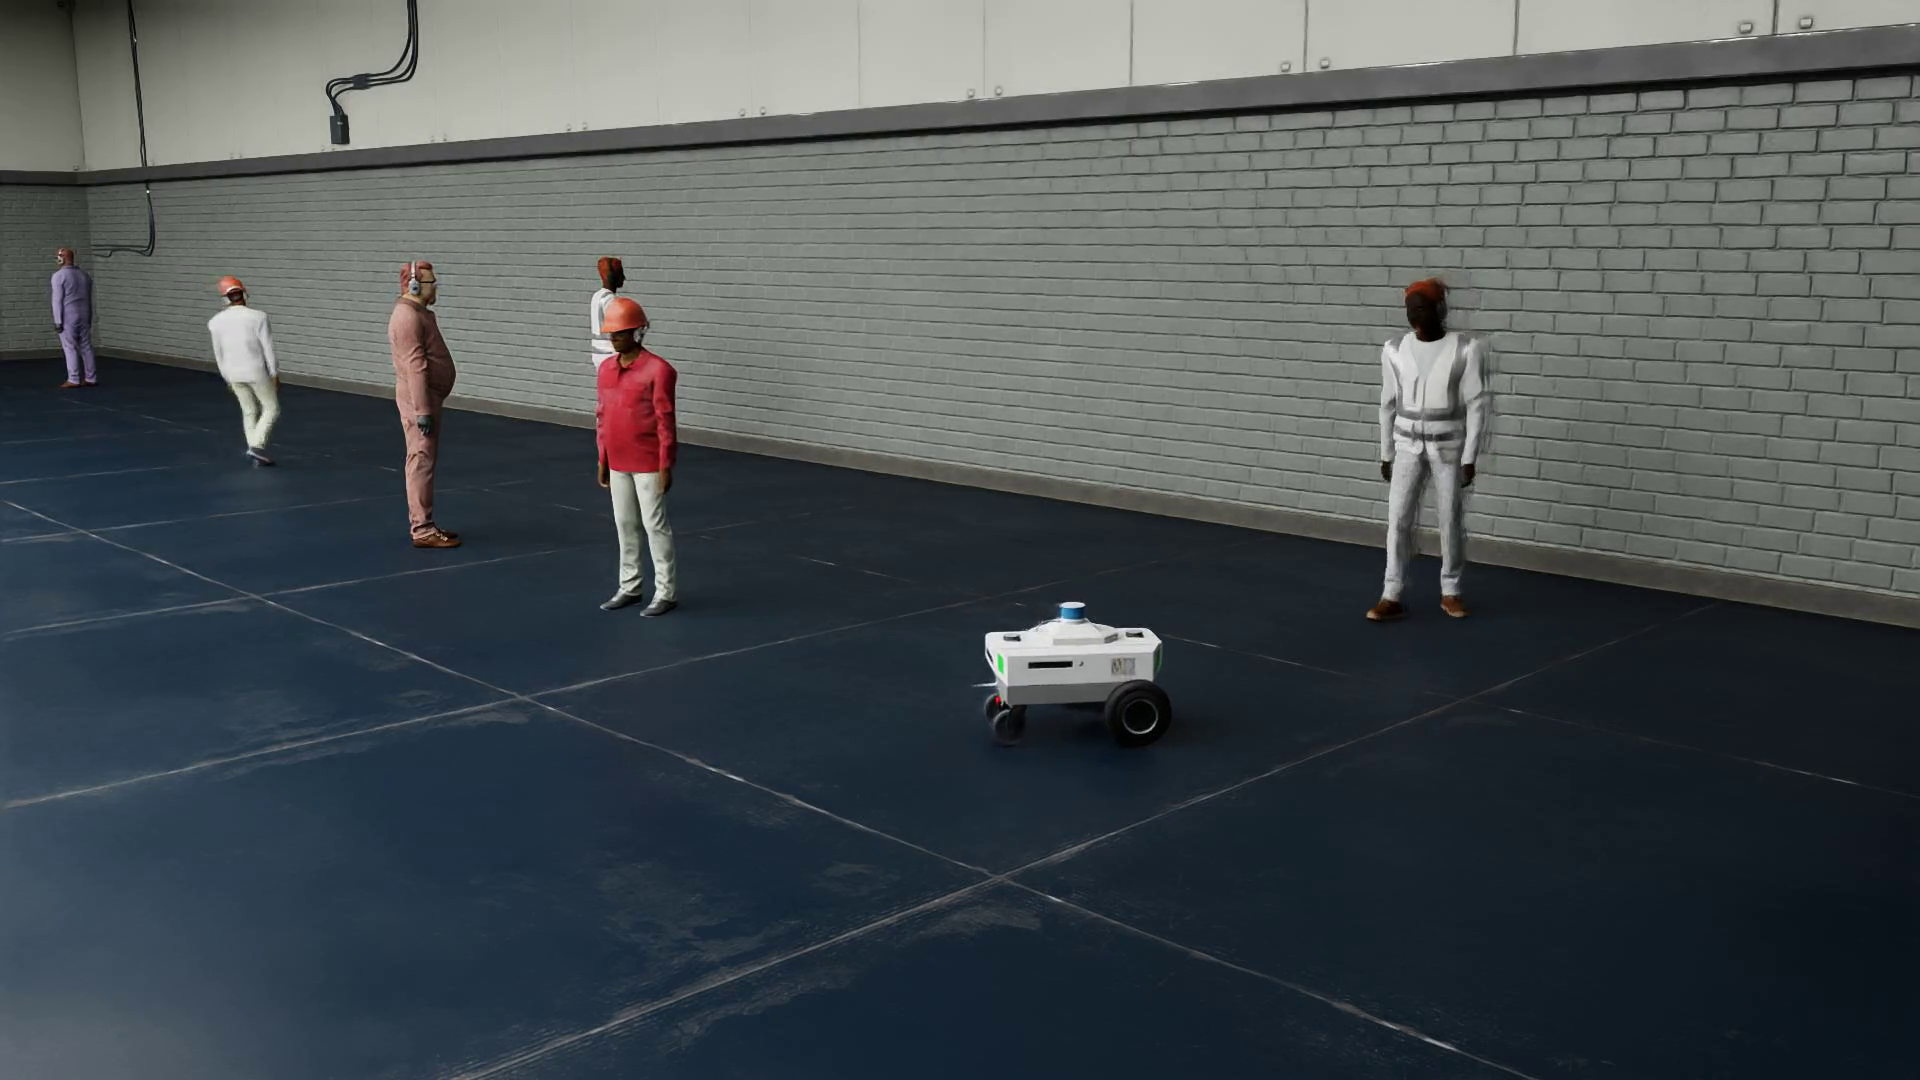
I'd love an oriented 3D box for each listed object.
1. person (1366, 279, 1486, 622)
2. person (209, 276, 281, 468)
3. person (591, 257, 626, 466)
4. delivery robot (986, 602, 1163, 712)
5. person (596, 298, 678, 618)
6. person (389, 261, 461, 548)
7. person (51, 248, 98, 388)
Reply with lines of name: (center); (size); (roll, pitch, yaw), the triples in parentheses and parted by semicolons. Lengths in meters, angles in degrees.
person: (2.542, -0.471, 8.981); (0.594, 1.855, 0.667); (7, 12, 32)
person: (-6.346, -1.479, 14.809); (0.591, 1.715, 0.431); (1, 10, 7)
person: (-3.099, -1.573, 14.851); (0.346, 1.882, 0.584); (-5, 12, -27)
delivery robot: (0.466, 0.501, 6.910); (0.707, 0.478, 0.477); (-1, 11, -7)
person: (-1.793, -0.447, 9.101); (0.565, 1.742, 0.352); (7, 13, 35)
person: (-3.575, -0.901, 11.126); (0.408, 1.908, 0.641); (-3, 11, -18)
person: (-12.161, -3.033, 22.773); (0.401, 1.900, 0.639); (3, 11, 16)
